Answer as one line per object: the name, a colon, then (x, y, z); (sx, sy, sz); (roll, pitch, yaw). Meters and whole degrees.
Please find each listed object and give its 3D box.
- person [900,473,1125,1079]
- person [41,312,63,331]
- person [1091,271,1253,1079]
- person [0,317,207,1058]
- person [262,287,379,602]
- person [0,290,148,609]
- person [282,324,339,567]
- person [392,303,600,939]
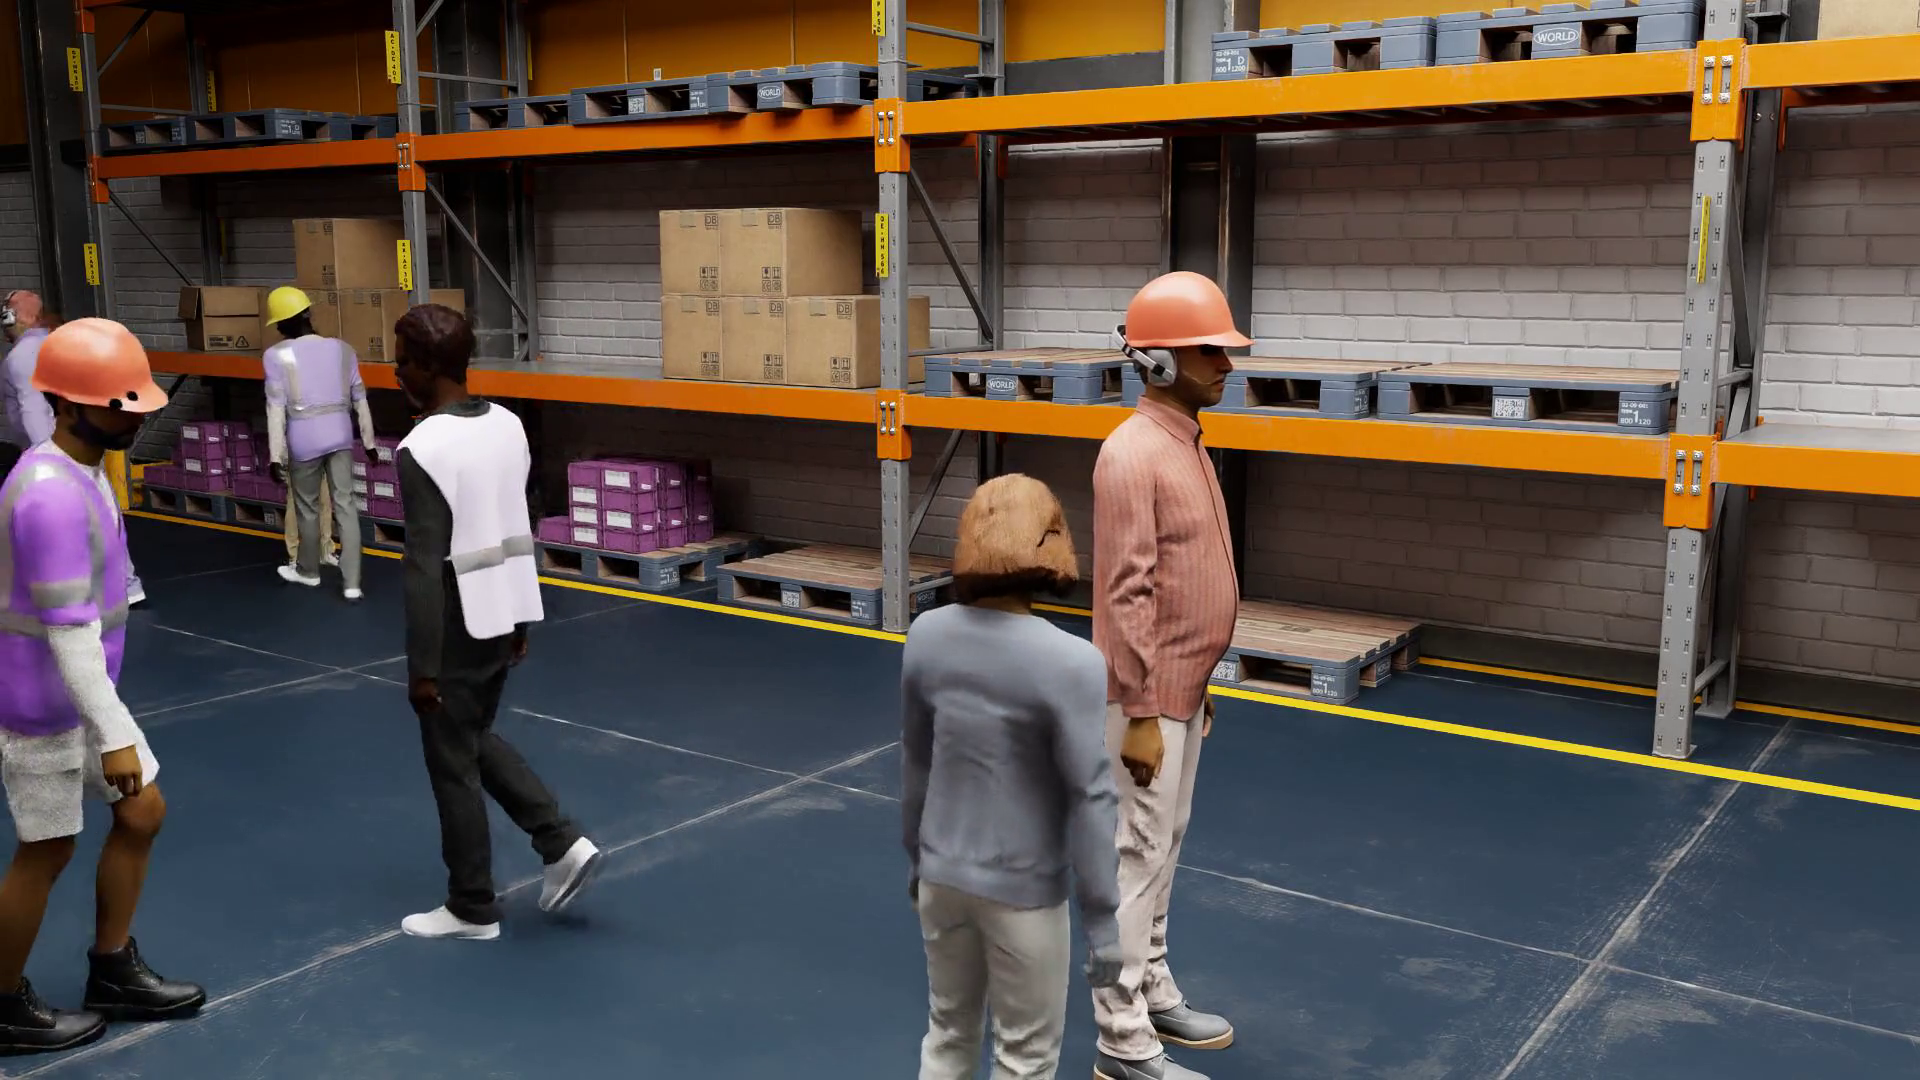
person: (0.091, 0.682, 3.237); (0.533, 1.621, 0.331); (9, 13, 42)
person: (-7.078, -0.973, 13.042); (0.513, 1.614, 0.545); (-9, 13, -42)
person: (0.504, 0.353, 4.068); (0.379, 1.996, 0.610); (3, 10, 19)
person: (-2.233, 0.394, 4.142); (0.628, 1.883, 0.574); (-3, 10, -18)
person: (-3.850, -0.578, 9.988); (0.882, 1.856, 0.735); (9, 13, 44)
person: (-5.181, -0.477, 9.450); (0.997, 1.855, 0.673); (0, 10, 1)
person: (-4.226, -0.595, 10.828); (0.284, 1.626, 0.500); (5, 11, 27)
person: (-1.416, 0.262, 4.881); (0.489, 1.902, 0.617); (2, 10, 13)
